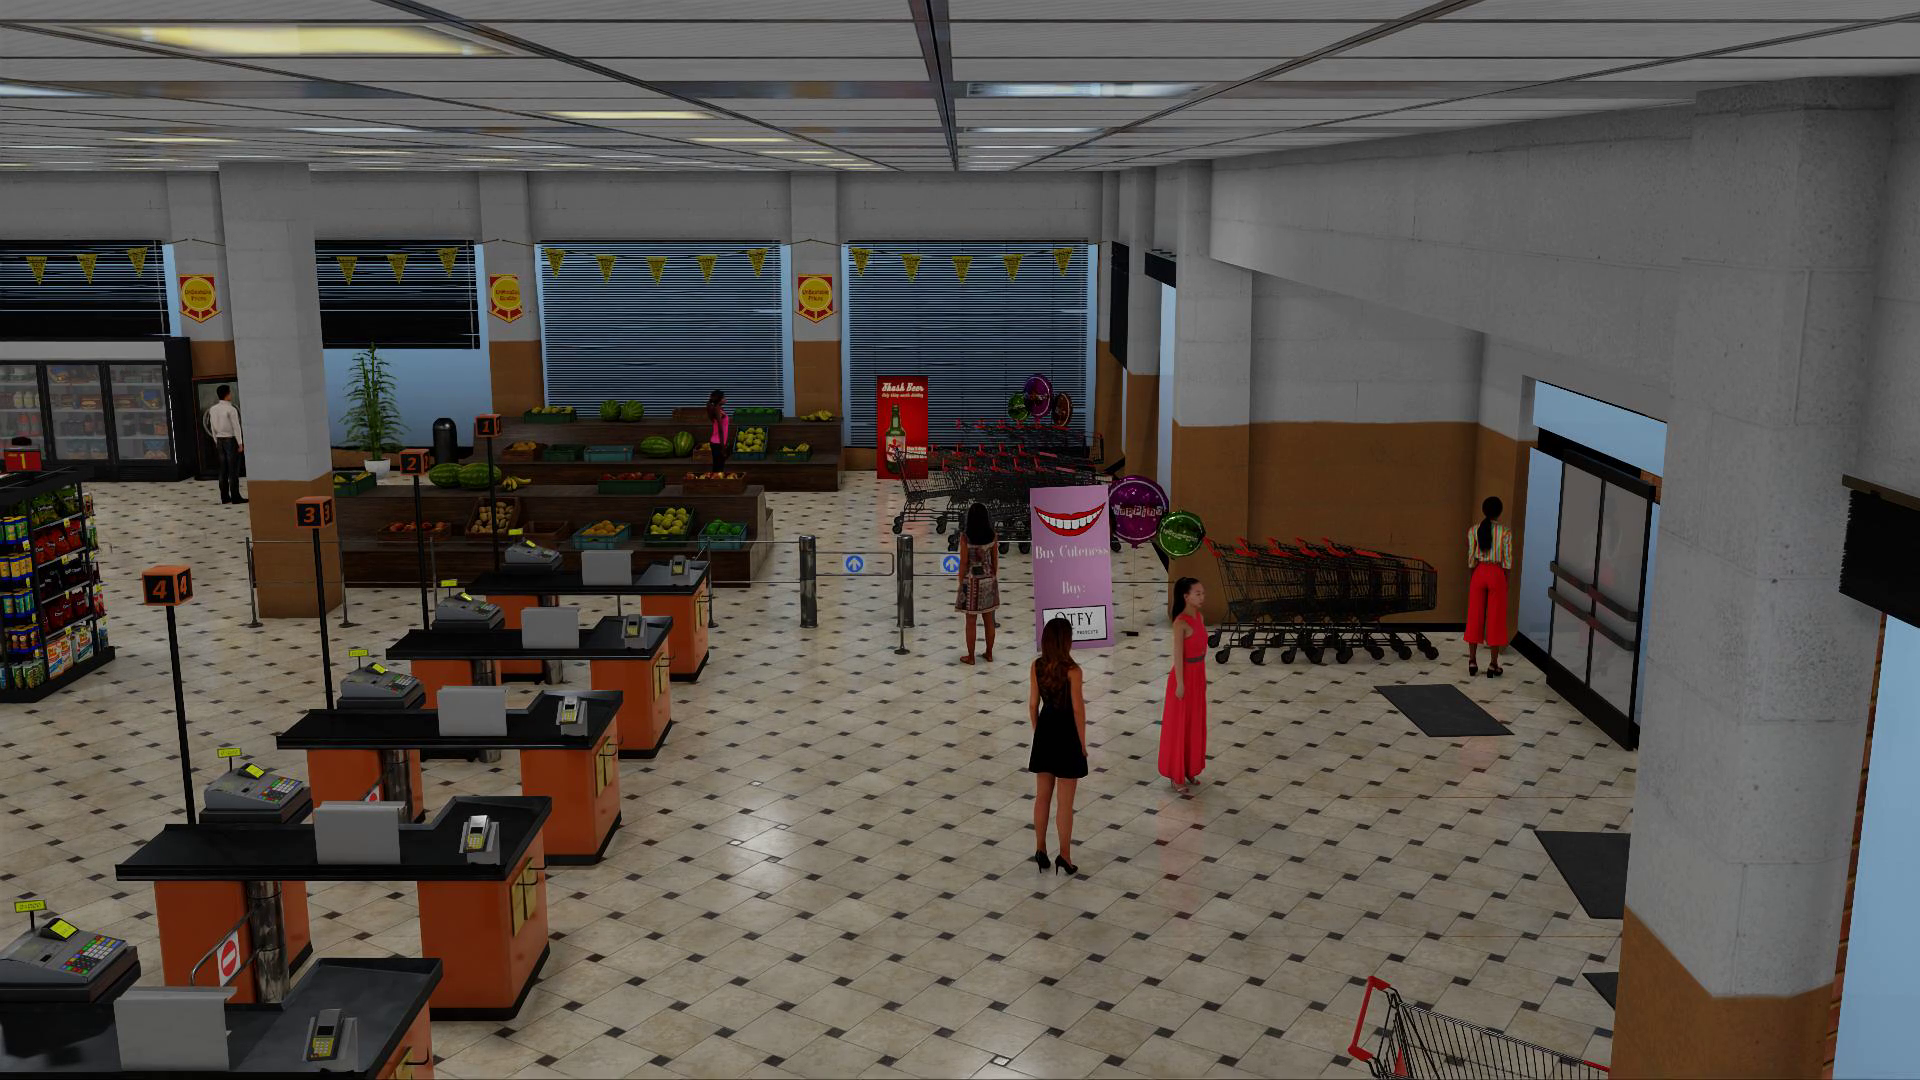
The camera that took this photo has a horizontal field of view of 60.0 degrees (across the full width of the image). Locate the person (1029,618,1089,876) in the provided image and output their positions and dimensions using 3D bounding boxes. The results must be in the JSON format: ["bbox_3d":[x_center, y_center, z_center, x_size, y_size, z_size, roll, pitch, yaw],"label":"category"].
[{"bbox_3d":[0.670,1.430,11.531,0.625,1.835,0.722,7,14,32],"label":"person"}]

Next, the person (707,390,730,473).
[{"bbox_3d":[-3.699,-1.442,25.442,0.626,1.722,0.619,-4,12,-17],"label":"person"}]

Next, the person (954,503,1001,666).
[{"bbox_3d":[0.184,0.429,16.741,0.641,1.645,0.785,-6,13,-27],"label":"person"}]

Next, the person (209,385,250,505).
[{"bbox_3d":[-11.141,-1.456,25.296,0.628,1.810,0.797,5,13,21],"label":"person"}]

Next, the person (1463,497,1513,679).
[{"bbox_3d":[5.170,0.452,16.273,0.633,1.793,0.738,7,14,30],"label":"person"}]

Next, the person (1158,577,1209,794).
[{"bbox_3d":[1.806,1.135,13.194,0.748,1.726,0.715,8,14,35],"label":"person"}]
